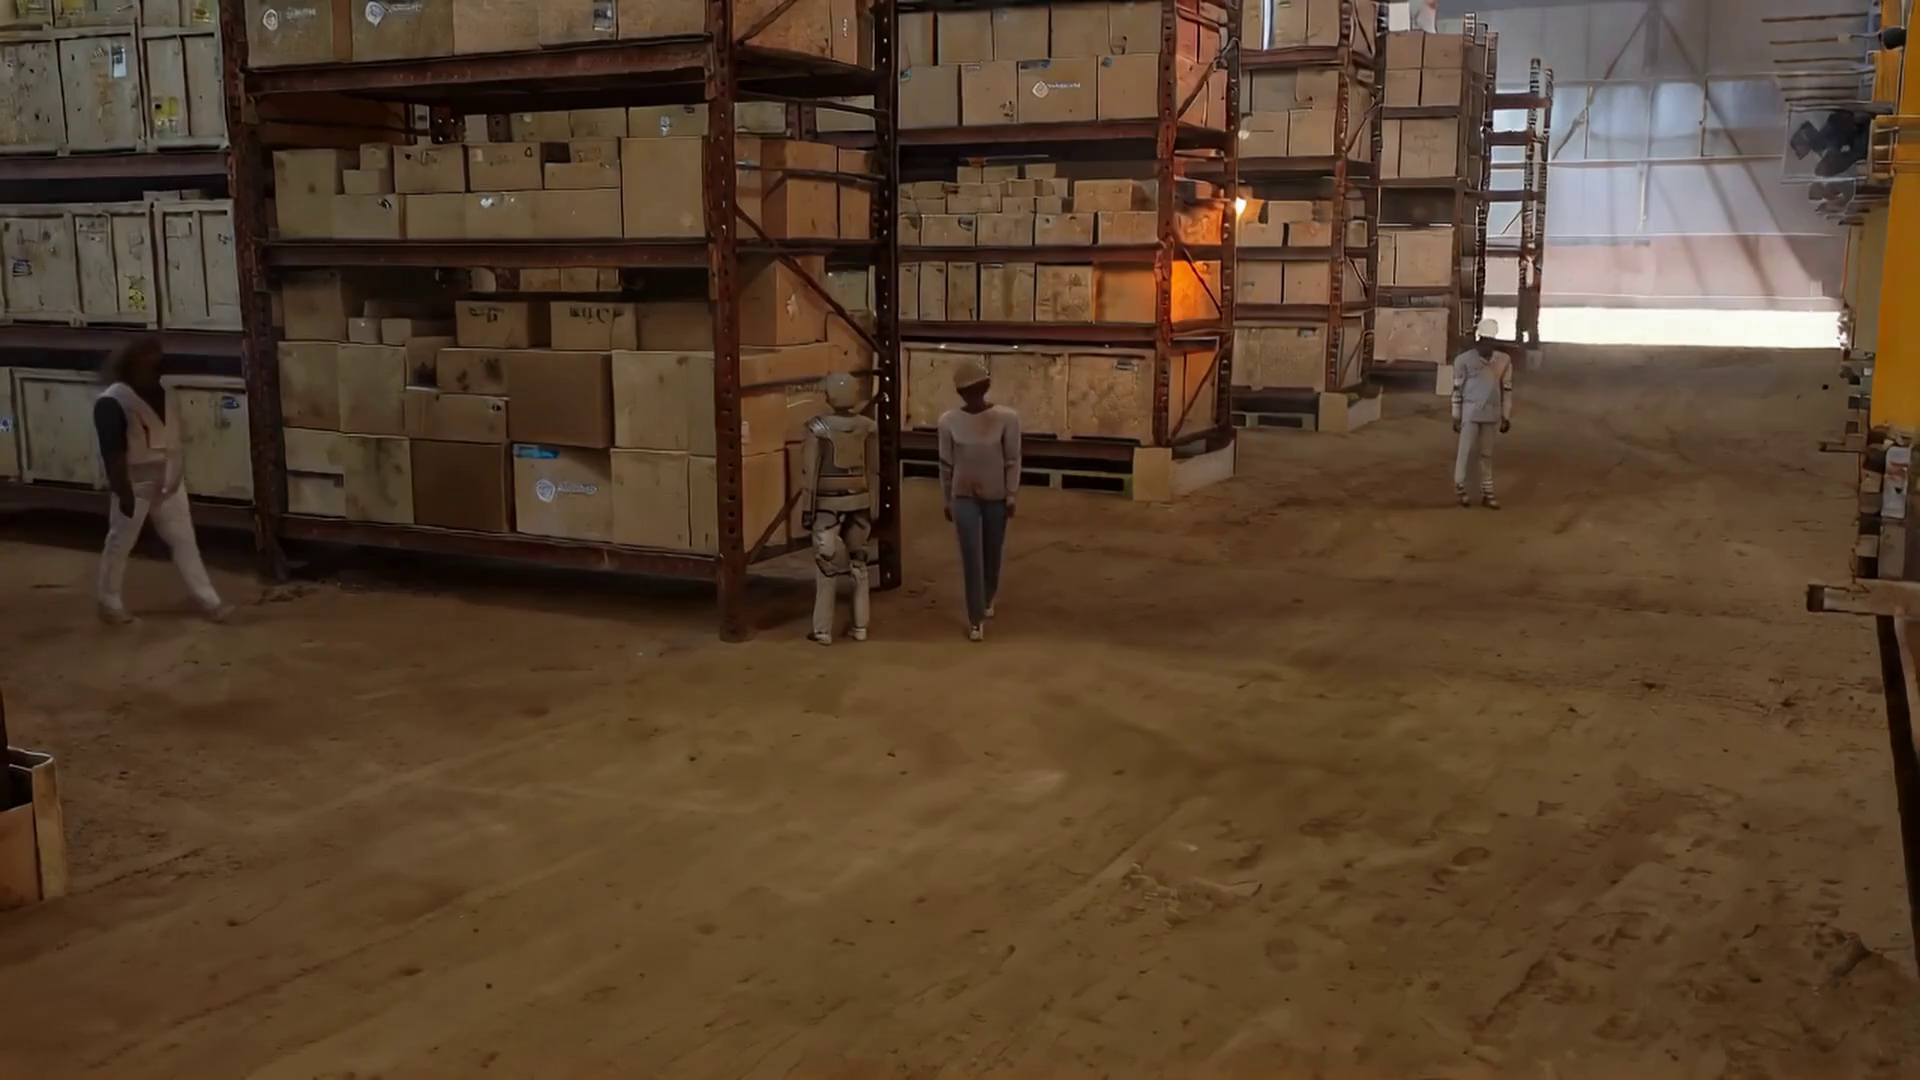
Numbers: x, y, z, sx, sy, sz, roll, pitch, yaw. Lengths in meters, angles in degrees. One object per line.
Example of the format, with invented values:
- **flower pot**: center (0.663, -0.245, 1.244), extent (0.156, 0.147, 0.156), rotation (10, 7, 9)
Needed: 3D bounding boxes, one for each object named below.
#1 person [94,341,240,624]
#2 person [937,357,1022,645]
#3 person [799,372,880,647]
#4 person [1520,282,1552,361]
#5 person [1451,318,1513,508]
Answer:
- **person**: center (-5.048, -0.336, 10.363), extent (0.973, 1.786, 0.648), rotation (4, 10, 20)
- **person**: center (0.120, -0.283, 10.254), extent (0.519, 1.714, 0.909), rotation (0, 10, 1)
- **person**: center (-0.706, -0.181, 9.914), extent (0.527, 1.629, 0.314), rotation (-6, 11, -31)
- **person**: center (12.292, -4.678, 35.757), extent (0.492, 1.697, 0.905), rotation (-5, 11, -29)
- **person**: center (4.783, -1.160, 15.239), extent (0.565, 1.745, 0.348), rotation (0, 10, -2)
